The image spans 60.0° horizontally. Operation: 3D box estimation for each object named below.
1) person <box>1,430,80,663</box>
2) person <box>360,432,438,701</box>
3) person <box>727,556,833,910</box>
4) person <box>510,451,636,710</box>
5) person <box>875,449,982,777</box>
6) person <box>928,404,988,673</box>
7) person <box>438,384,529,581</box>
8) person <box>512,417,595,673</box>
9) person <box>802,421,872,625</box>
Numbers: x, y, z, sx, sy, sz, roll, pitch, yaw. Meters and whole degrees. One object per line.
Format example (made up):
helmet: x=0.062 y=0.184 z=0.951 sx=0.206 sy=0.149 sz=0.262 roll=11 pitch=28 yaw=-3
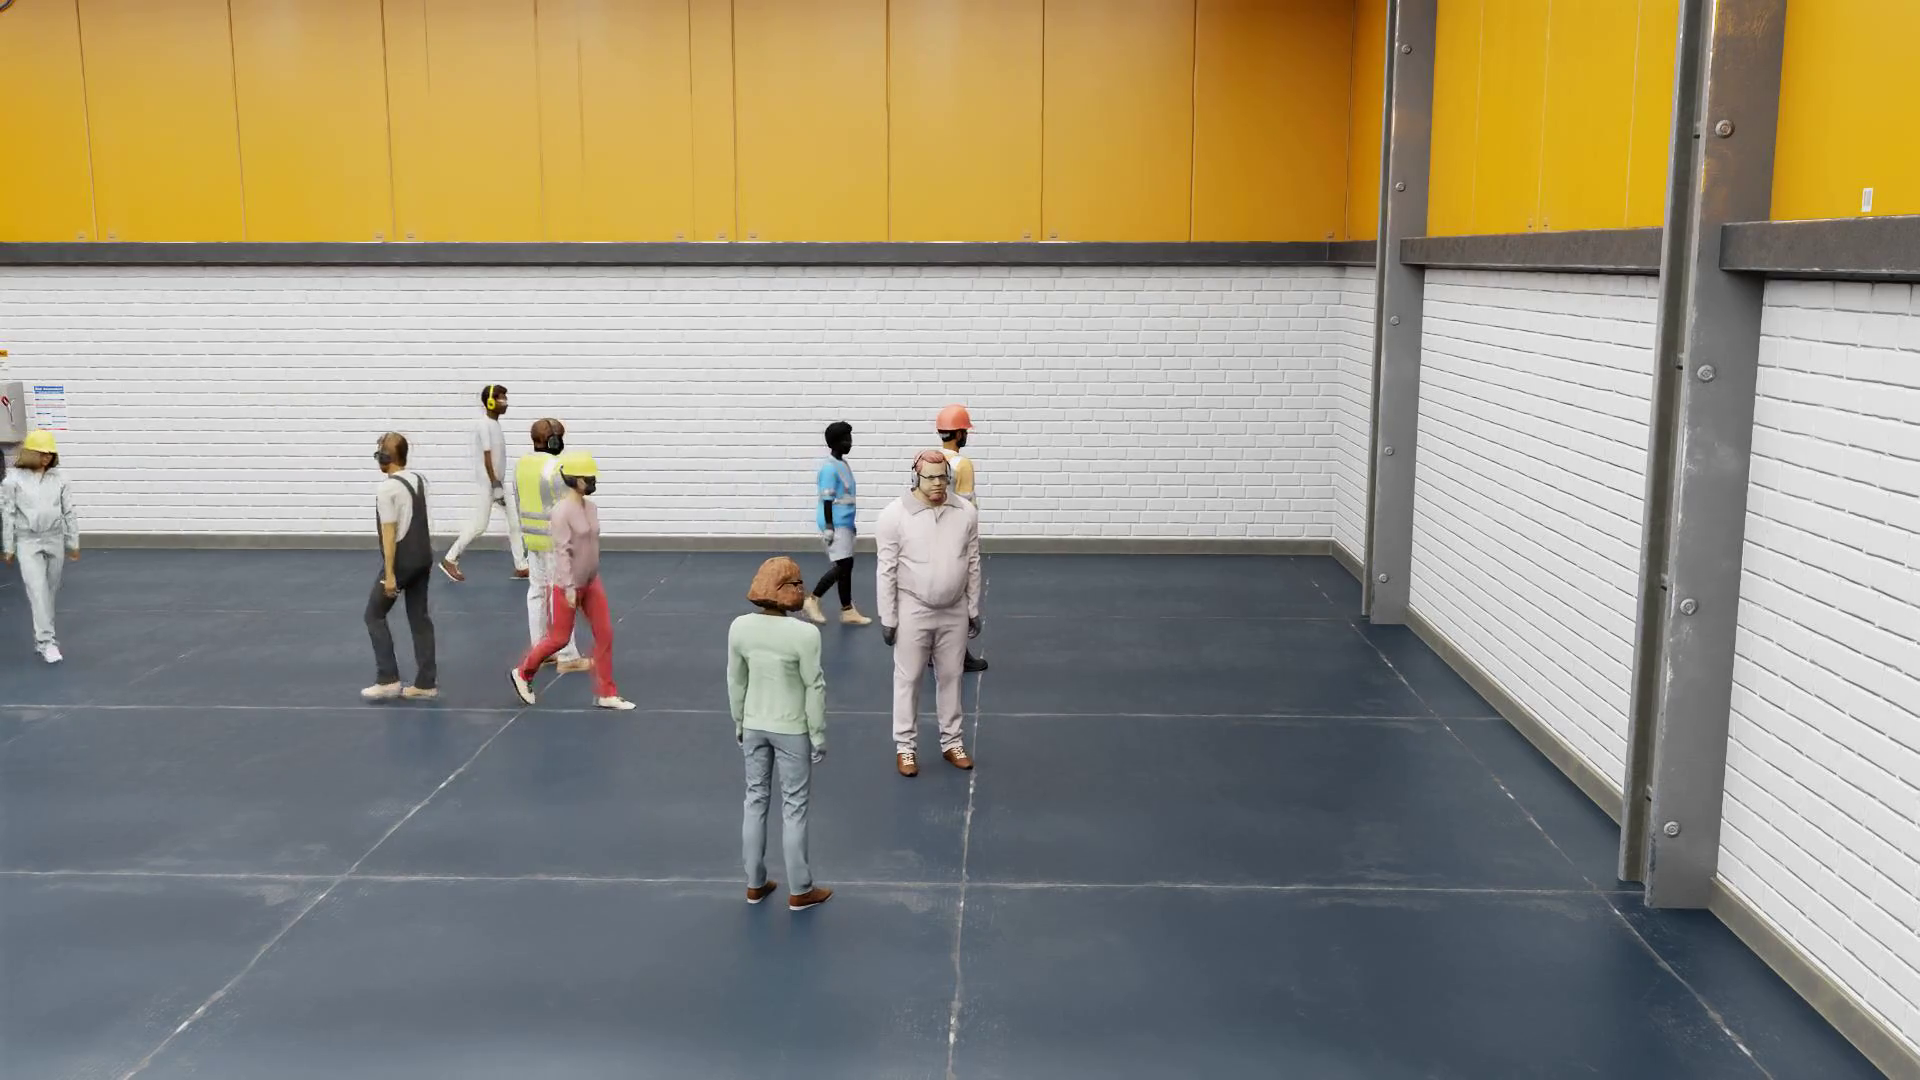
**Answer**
person: x=-6.741 y=0.049 z=12.303 sx=0.811 sy=1.703 sz=0.493 roll=7 pitch=12 yaw=37
person: x=-3.798 y=0.186 z=11.195 sx=0.615 sy=1.819 sz=0.531 roll=3 pitch=10 yaw=18
person: x=-0.834 y=0.884 z=7.657 sx=0.501 sy=1.631 sz=0.287 roll=5 pitch=11 yaw=27
person: x=-2.584 y=0.269 z=10.962 sx=0.798 sy=1.736 sz=0.526 roll=4 pitch=10 yaw=21
person: x=-0.162 y=0.416 z=9.624 sx=0.644 sy=1.900 sz=0.403 roll=-5 pitch=11 yaw=-25
person: x=-0.045 y=-0.012 z=12.001 sx=0.349 sy=1.942 sz=0.545 roll=-8 pitch=13 yaw=-39
person: x=-4.362 y=-0.518 z=15.313 sx=0.927 sy=1.832 sz=0.528 roll=1 pitch=10 yaw=3
person: x=-2.933 y=0.037 z=12.009 sx=0.627 sy=1.844 sz=0.429 roll=8 pitch=12 yaw=38
person: x=-0.983 y=-0.121 z=13.381 sx=0.493 sy=1.689 sz=0.540 roll=1 pitch=10 yaw=7
